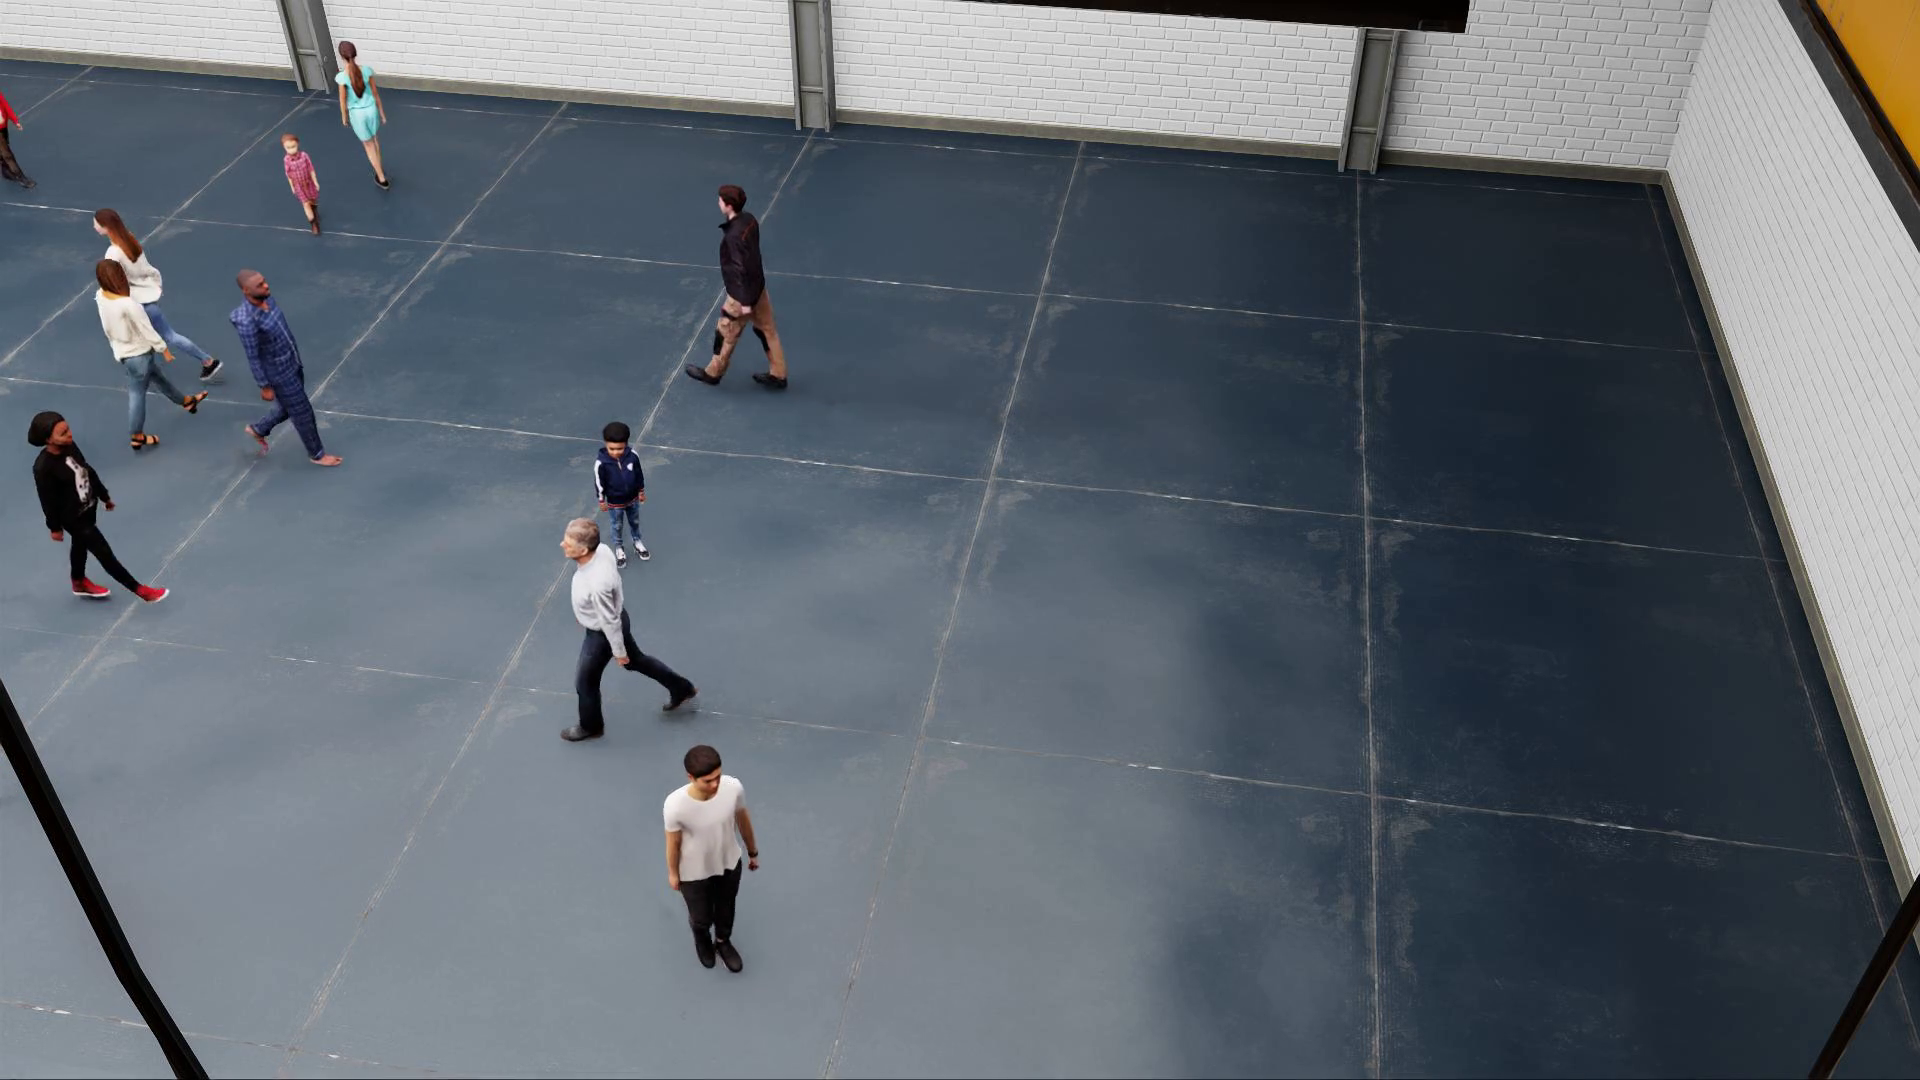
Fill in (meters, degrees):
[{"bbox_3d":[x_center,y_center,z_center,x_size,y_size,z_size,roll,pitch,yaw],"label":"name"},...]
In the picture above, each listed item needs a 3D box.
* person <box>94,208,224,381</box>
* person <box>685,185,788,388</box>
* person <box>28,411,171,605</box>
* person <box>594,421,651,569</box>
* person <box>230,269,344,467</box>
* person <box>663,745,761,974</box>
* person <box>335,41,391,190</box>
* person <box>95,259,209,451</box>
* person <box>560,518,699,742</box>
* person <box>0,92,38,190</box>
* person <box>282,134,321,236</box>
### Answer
[{"bbox_3d":[-6.837,-2.029,14.112,1.171,1.653,0.810,-3,39,-4],"label":"person"},{"bbox_3d":[-1.713,-2.068,13.970,1.081,1.891,0.721,6,39,8],"label":"person"},{"bbox_3d":[-6.355,-0.196,11.833,1.063,1.633,0.656,4,39,5],"label":"person"},{"bbox_3d":[-2.516,-0.363,12.370,0.577,1.224,0.657,-17,42,-20],"label":"person"},{"bbox_3d":[-5.450,-1.350,13.144,1.016,1.800,0.758,2,39,2],"label":"person"},{"bbox_3d":[-1.434,1.744,9.338,0.741,1.715,0.818,-20,43,-23],"label":"person"},{"bbox_3d":[-6.102,-4.350,17.105,0.822,1.544,0.898,-27,46,-29],"label":"person"},{"bbox_3d":[-6.724,-1.454,13.395,1.066,1.649,0.984,23,44,26],"label":"person"},{"bbox_3d":[-2.202,0.564,10.757,1.246,1.788,0.914,-6,39,-7],"label":"person"},{"bbox_3d":[-10.030,-4.281,17.249,0.869,1.258,0.613,14,41,17],"label":"person"},{"bbox_3d":[-6.538,-3.587,16.579,0.692,1.009,0.705,-16,41,-19],"label":"person"}]
